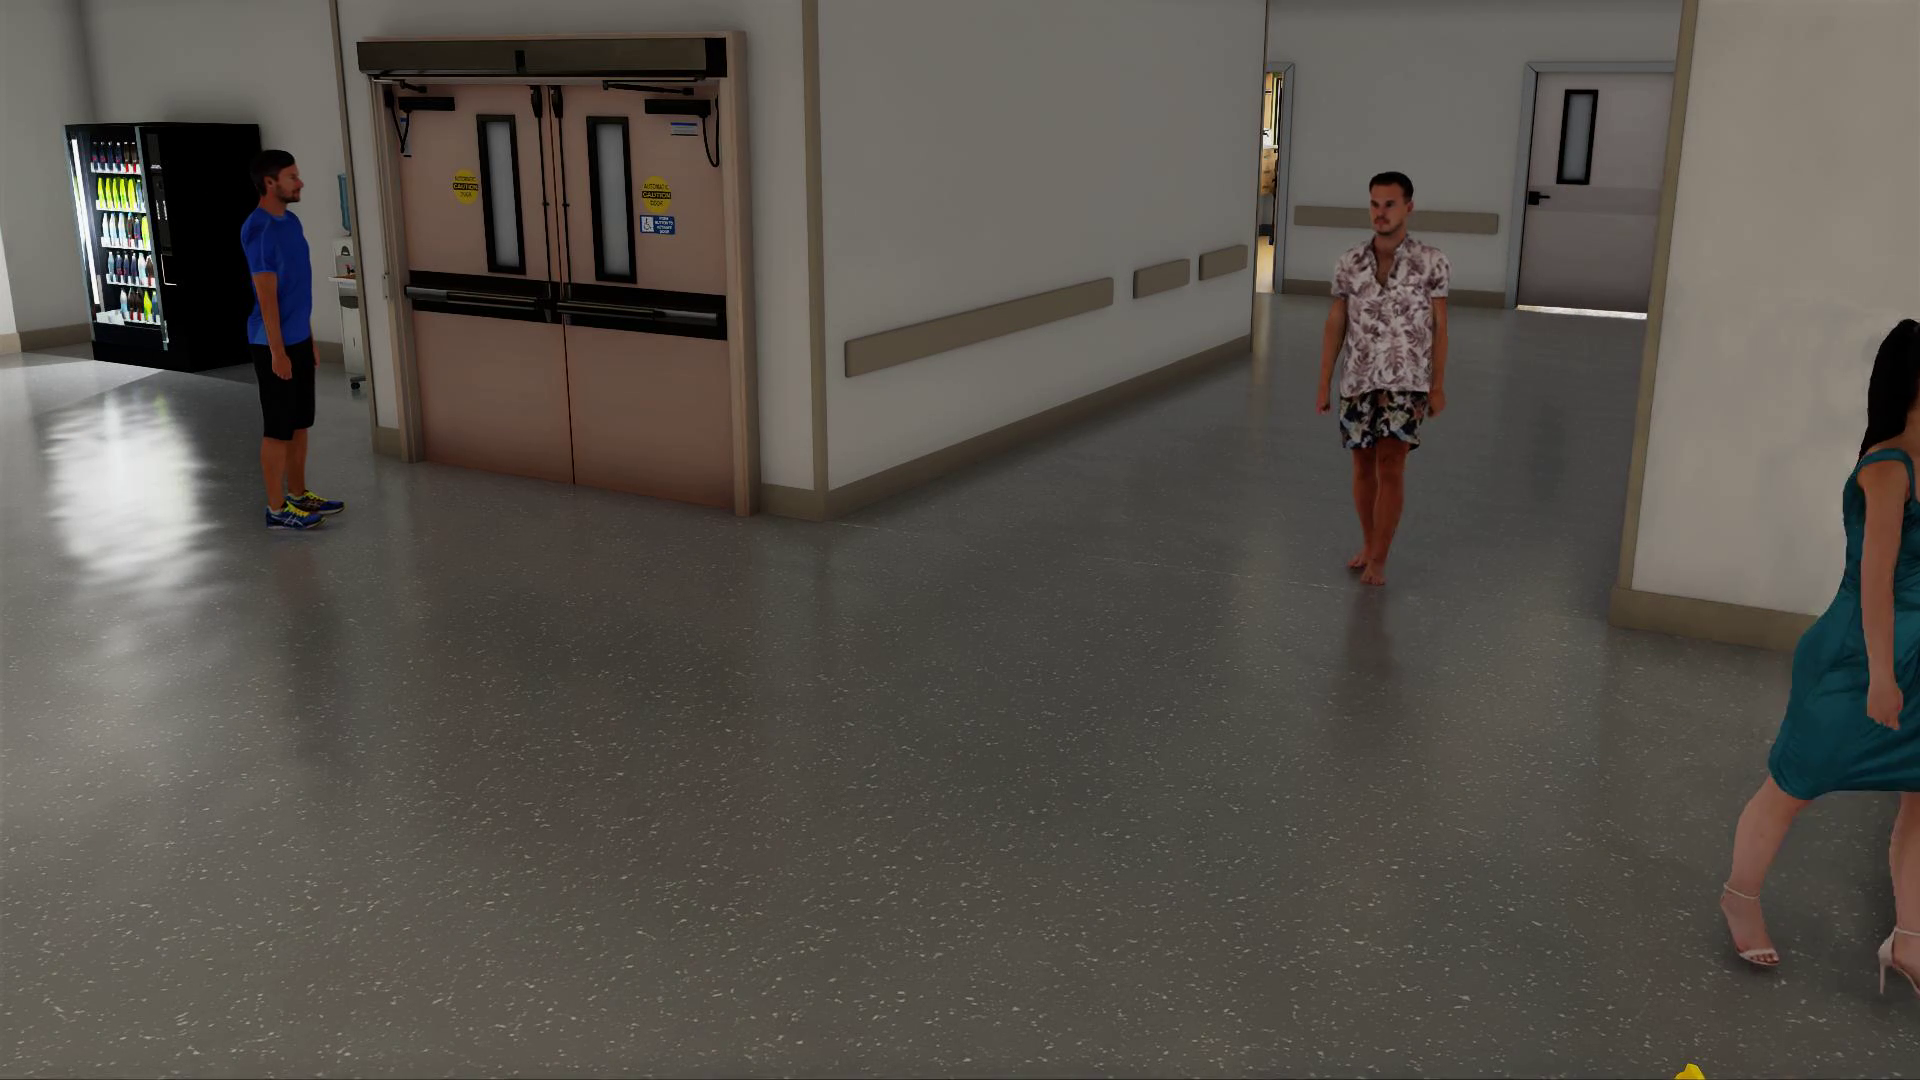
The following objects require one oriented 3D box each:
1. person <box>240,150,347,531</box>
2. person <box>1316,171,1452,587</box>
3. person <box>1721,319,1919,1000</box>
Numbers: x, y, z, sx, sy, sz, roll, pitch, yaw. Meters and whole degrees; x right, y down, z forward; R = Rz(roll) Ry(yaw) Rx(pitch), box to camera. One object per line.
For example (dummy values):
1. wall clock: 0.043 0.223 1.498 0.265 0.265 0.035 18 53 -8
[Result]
1. person: -3.382 -0.992 8.280 0.719 1.865 0.692 -1 16 -2
2. person: 1.934 -0.731 7.489 0.827 1.792 0.760 10 18 31
3. person: 2.139 0.302 4.070 0.802 1.659 0.932 -9 18 -29
